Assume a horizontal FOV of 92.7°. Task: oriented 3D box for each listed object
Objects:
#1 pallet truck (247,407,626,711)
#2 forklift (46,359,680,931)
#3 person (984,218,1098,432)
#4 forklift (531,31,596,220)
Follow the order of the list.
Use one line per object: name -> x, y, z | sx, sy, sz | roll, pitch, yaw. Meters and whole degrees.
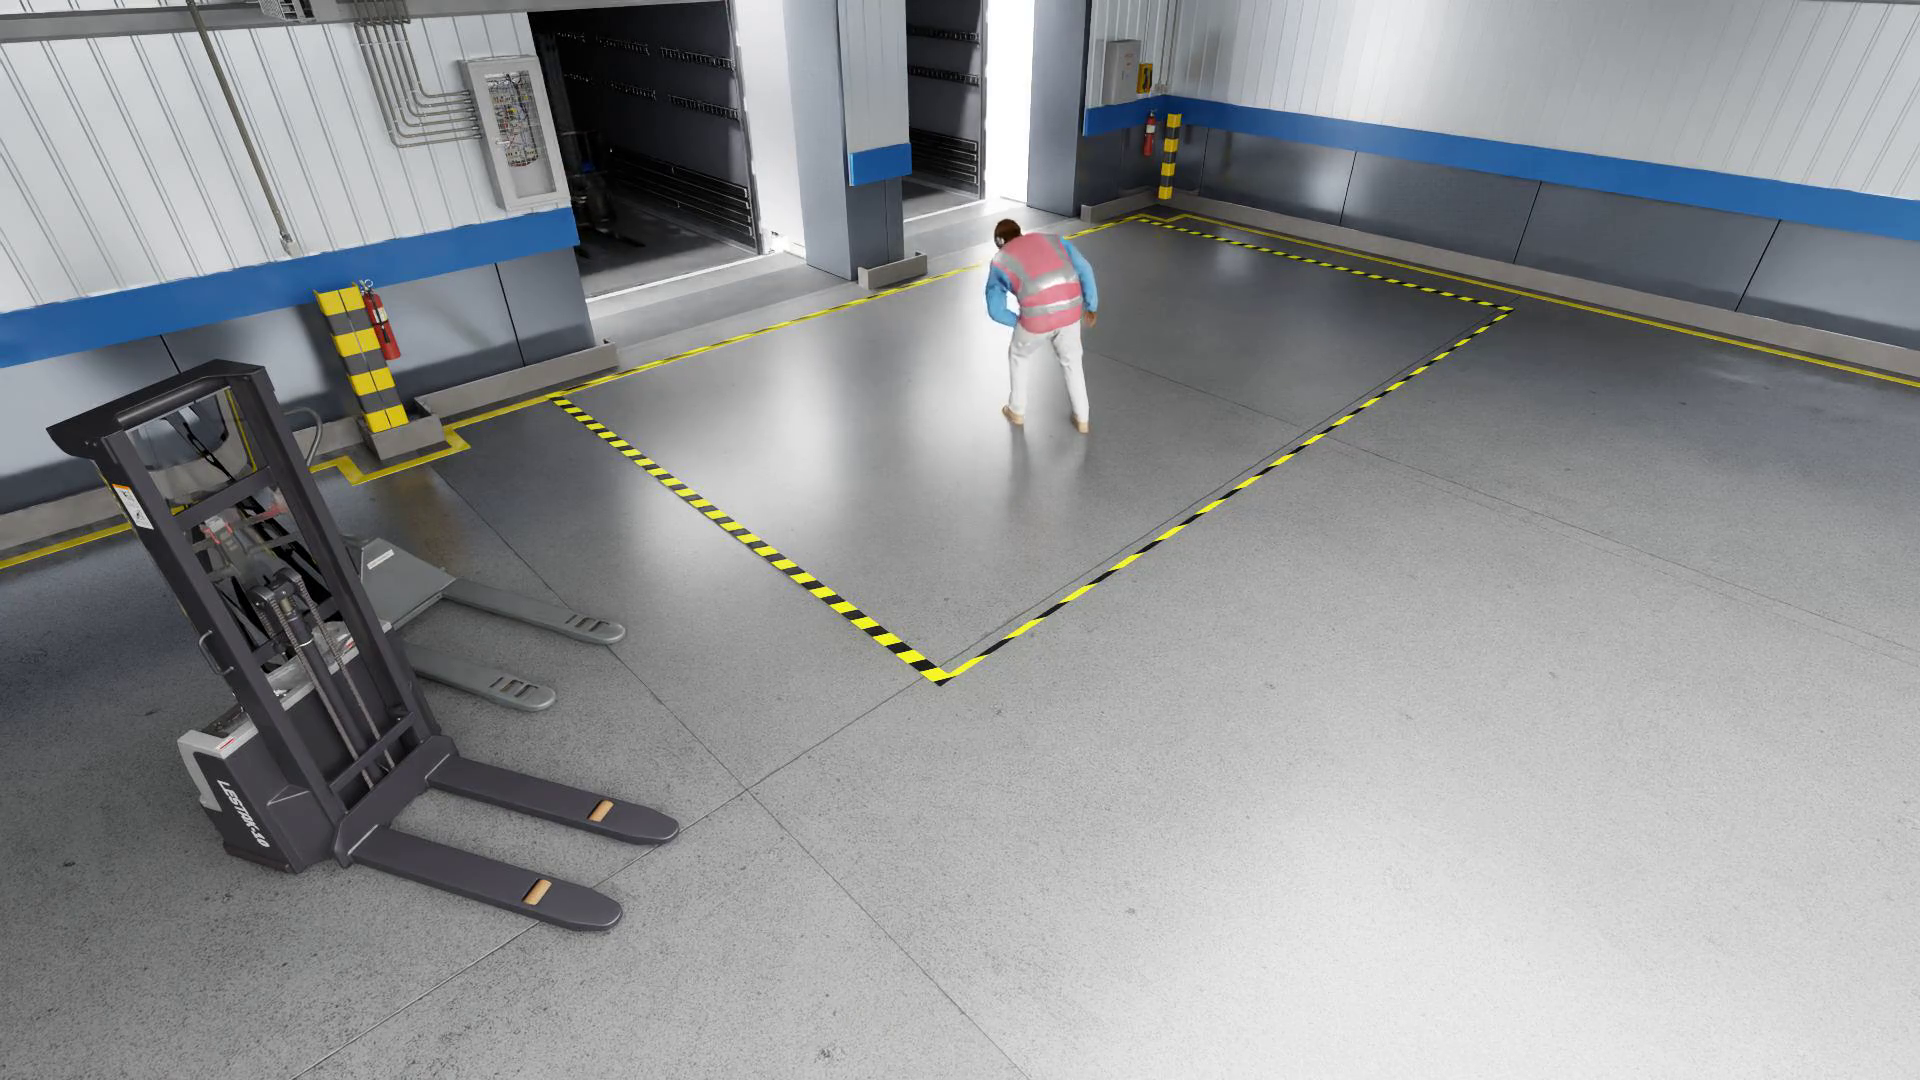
pallet truck -> -2.628, 0.038, 4.590 | 1.601, 1.201, 0.680 | 12, 36, 18
forklift -> -2.135, 0.422, 3.354 | 1.885, 1.965, 0.823 | 10, 35, 14
person -> 0.574, -1.581, 6.816 | 0.846, 1.440, 0.870 | -9, 35, -13
forklift -> -5.462, -4.973, 10.968 | 2.680, 2.036, 1.157 | 29, 44, 36
